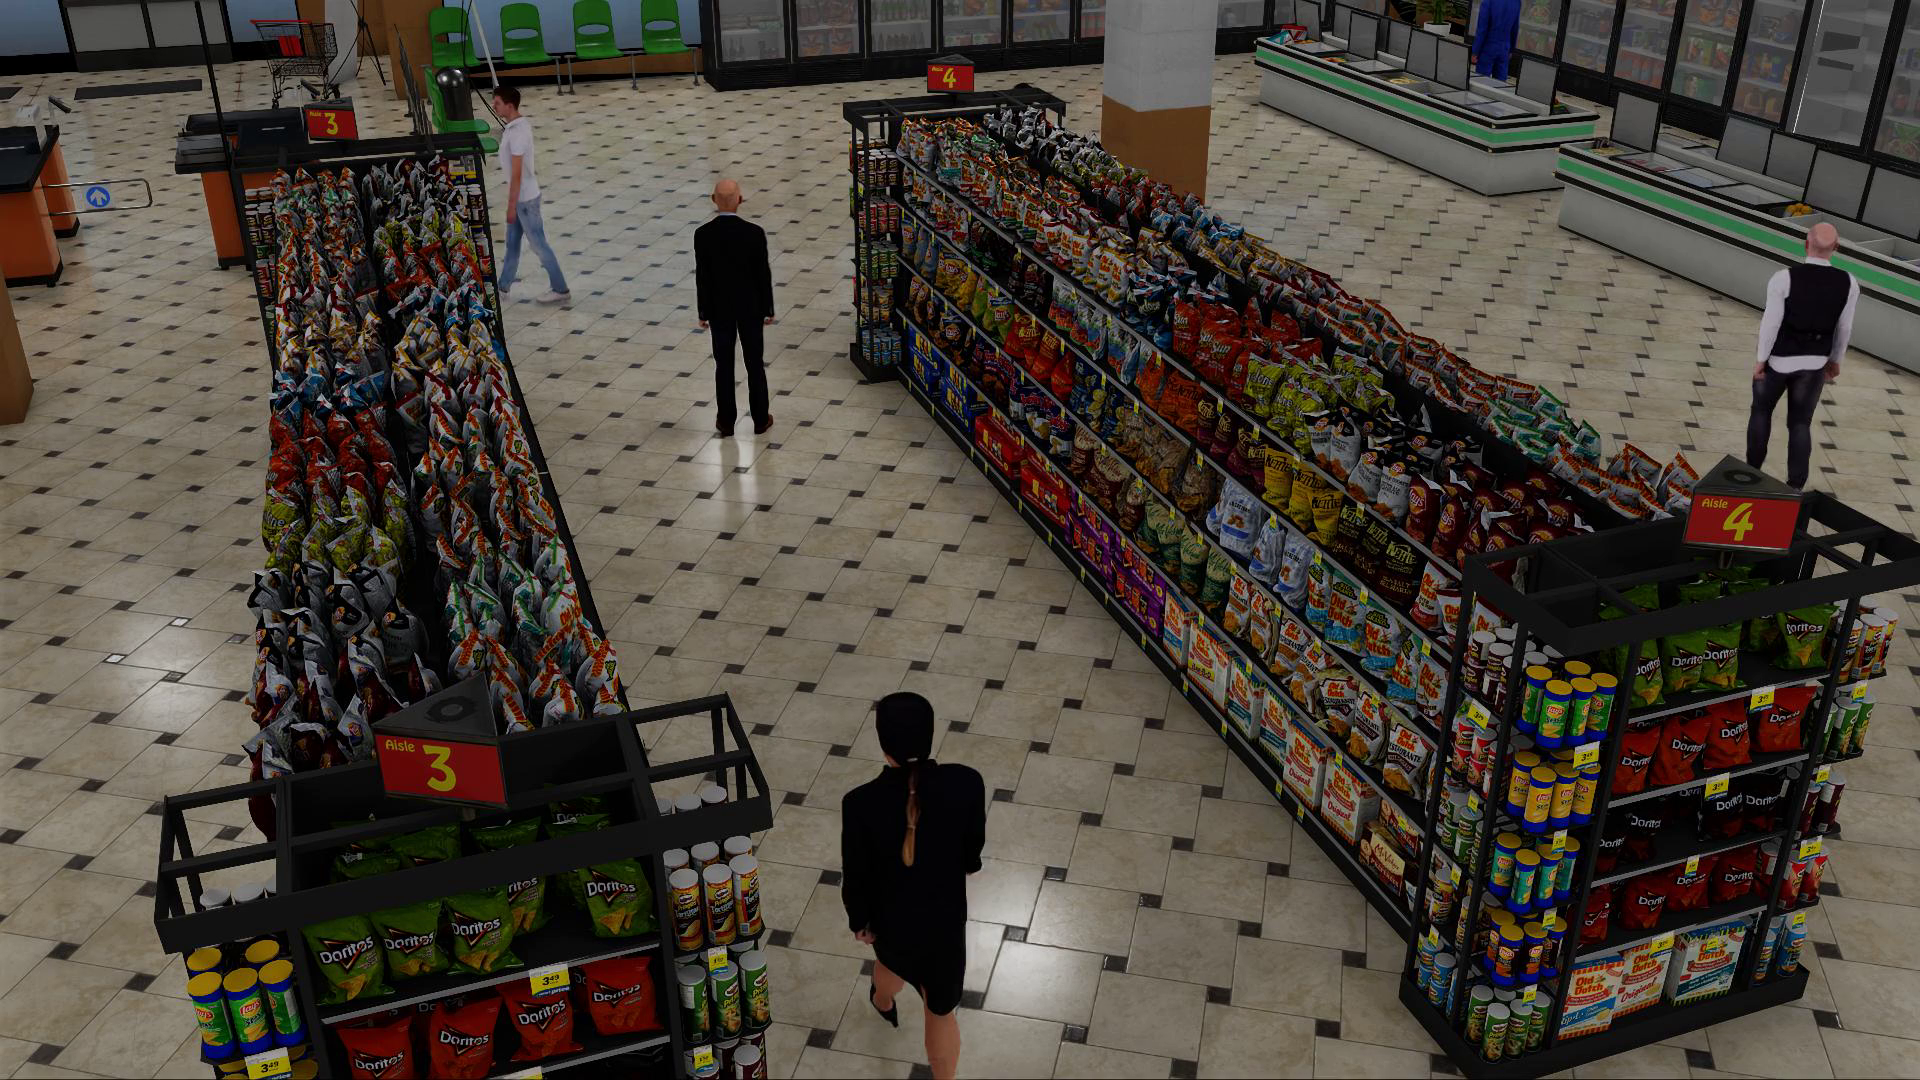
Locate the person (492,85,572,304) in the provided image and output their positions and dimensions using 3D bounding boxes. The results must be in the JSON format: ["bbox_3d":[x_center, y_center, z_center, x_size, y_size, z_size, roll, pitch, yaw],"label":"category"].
[{"bbox_3d":[-3.543,-2.835,13.830,0.810,1.822,0.992,-6,28,-12],"label":"person"}]

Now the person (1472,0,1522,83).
[{"bbox_3d":[6.301,-5.767,19.603,0.729,1.829,0.562,-7,28,-14],"label":"person"}]

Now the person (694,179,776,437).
[{"bbox_3d":[-1.536,-1.580,11.379,0.725,1.801,0.663,-3,27,-6],"label":"person"}]

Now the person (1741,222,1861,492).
[{"bbox_3d":[5.186,-1.032,10.310,1.110,1.788,1.321,5,27,10],"label":"person"}]

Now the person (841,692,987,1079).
[{"bbox_3d":[-0.126,1.353,5.790,0.800,1.624,1.115,-5,27,-10],"label":"person"}]
